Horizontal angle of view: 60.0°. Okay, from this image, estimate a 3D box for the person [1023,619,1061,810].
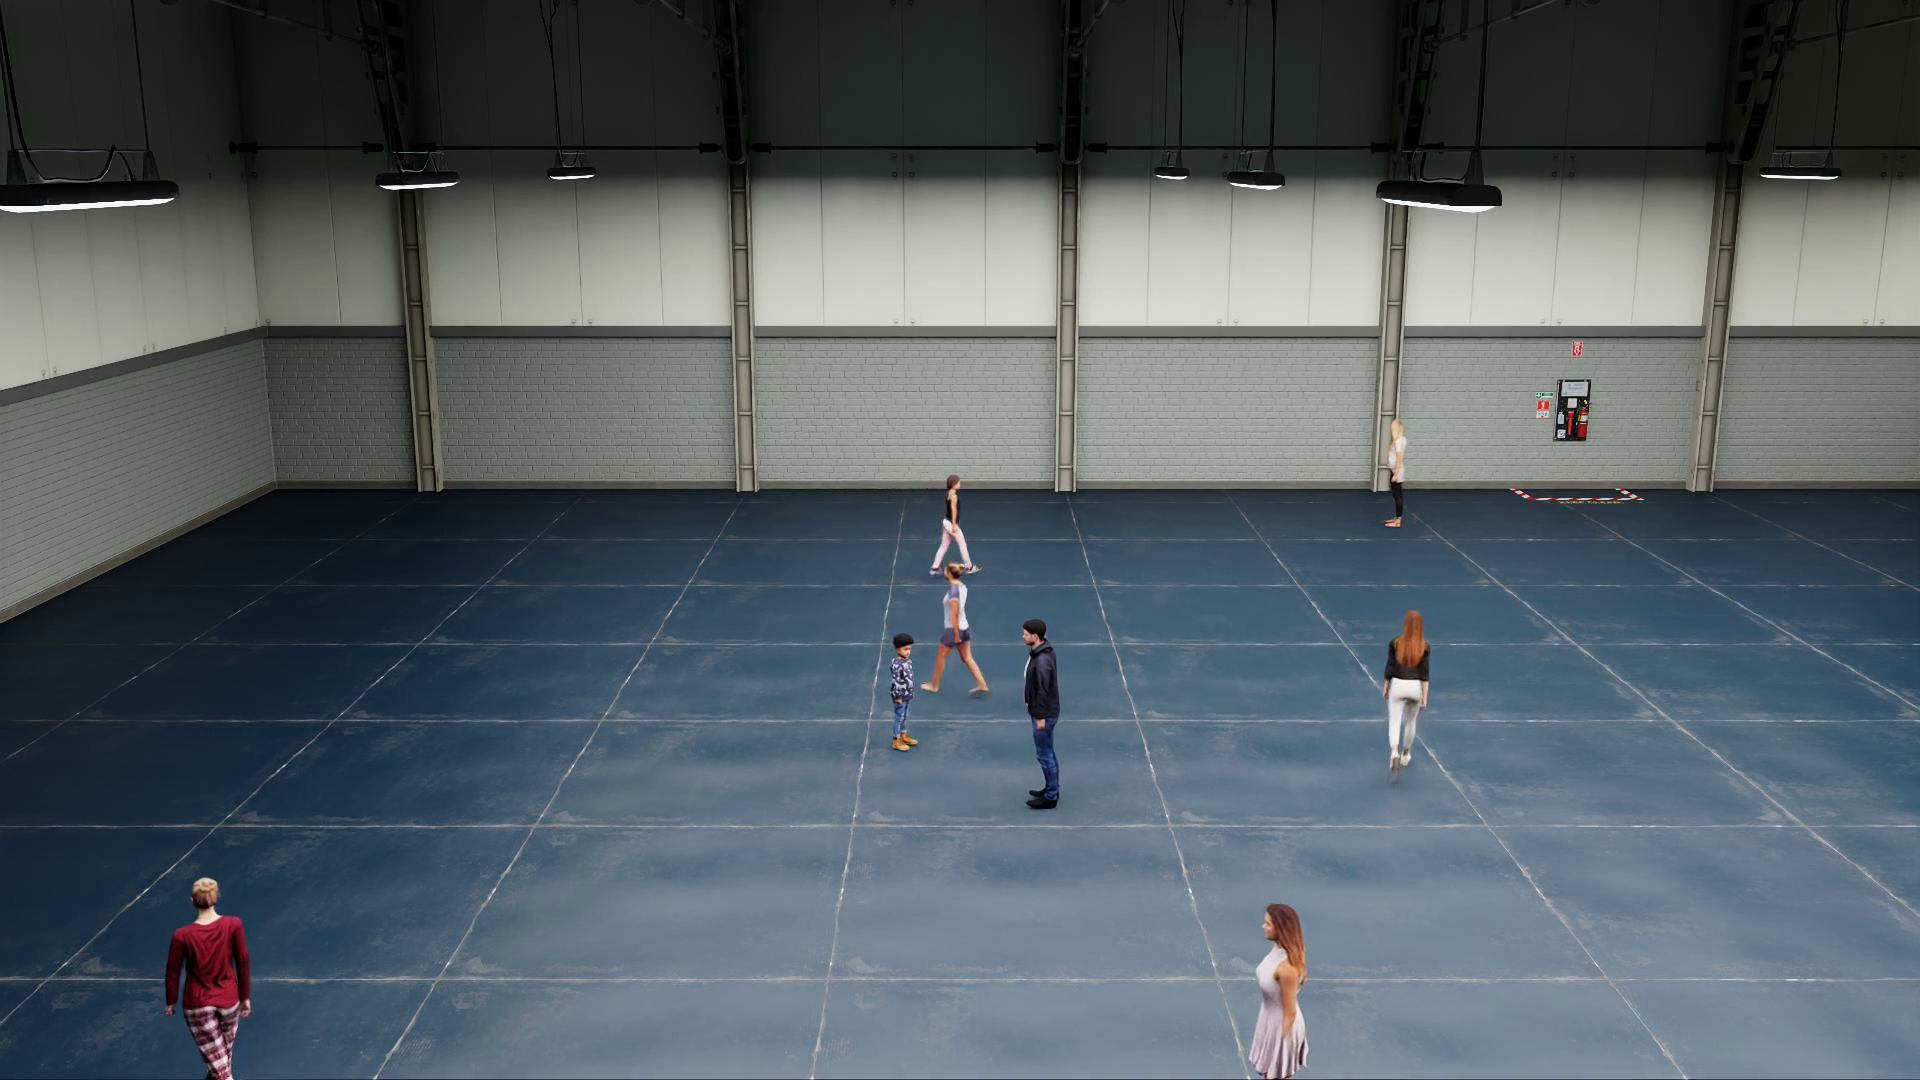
[{"bbox_3d":[0.820,1.660,16.021,0.628,1.879,0.692,2,13,7],"label":"person"}]

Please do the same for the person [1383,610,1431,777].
[{"bbox_3d":[4.512,1.562,16.877,1.040,1.682,0.869,4,14,19],"label":"person"}]

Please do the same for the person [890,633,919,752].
[{"bbox_3d":[-0.617,1.597,17.675,0.594,1.255,0.567,6,14,24],"label":"person"}]

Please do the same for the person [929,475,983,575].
[{"bbox_3d":[-0.187,-0.190,24.800,1.091,1.523,0.794,-5,14,-21],"label":"person"}]

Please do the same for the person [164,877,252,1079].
[{"bbox_3d":[-4.785,3.008,10.690,1.073,1.657,1.099,-11,17,-40],"label":"person"}]

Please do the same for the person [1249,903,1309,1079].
[{"bbox_3d":[1.965,3.060,10.218,0.571,1.768,0.559,0,13,2],"label":"person"}]

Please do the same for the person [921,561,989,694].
[{"bbox_3d":[0.029,1.065,19.254,1.112,1.580,0.845,6,14,23],"label":"person"}]

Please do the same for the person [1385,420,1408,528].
[{"bbox_3d":[7.429,-1.130,28.192,0.650,1.824,0.676,5,14,20],"label":"person"}]
